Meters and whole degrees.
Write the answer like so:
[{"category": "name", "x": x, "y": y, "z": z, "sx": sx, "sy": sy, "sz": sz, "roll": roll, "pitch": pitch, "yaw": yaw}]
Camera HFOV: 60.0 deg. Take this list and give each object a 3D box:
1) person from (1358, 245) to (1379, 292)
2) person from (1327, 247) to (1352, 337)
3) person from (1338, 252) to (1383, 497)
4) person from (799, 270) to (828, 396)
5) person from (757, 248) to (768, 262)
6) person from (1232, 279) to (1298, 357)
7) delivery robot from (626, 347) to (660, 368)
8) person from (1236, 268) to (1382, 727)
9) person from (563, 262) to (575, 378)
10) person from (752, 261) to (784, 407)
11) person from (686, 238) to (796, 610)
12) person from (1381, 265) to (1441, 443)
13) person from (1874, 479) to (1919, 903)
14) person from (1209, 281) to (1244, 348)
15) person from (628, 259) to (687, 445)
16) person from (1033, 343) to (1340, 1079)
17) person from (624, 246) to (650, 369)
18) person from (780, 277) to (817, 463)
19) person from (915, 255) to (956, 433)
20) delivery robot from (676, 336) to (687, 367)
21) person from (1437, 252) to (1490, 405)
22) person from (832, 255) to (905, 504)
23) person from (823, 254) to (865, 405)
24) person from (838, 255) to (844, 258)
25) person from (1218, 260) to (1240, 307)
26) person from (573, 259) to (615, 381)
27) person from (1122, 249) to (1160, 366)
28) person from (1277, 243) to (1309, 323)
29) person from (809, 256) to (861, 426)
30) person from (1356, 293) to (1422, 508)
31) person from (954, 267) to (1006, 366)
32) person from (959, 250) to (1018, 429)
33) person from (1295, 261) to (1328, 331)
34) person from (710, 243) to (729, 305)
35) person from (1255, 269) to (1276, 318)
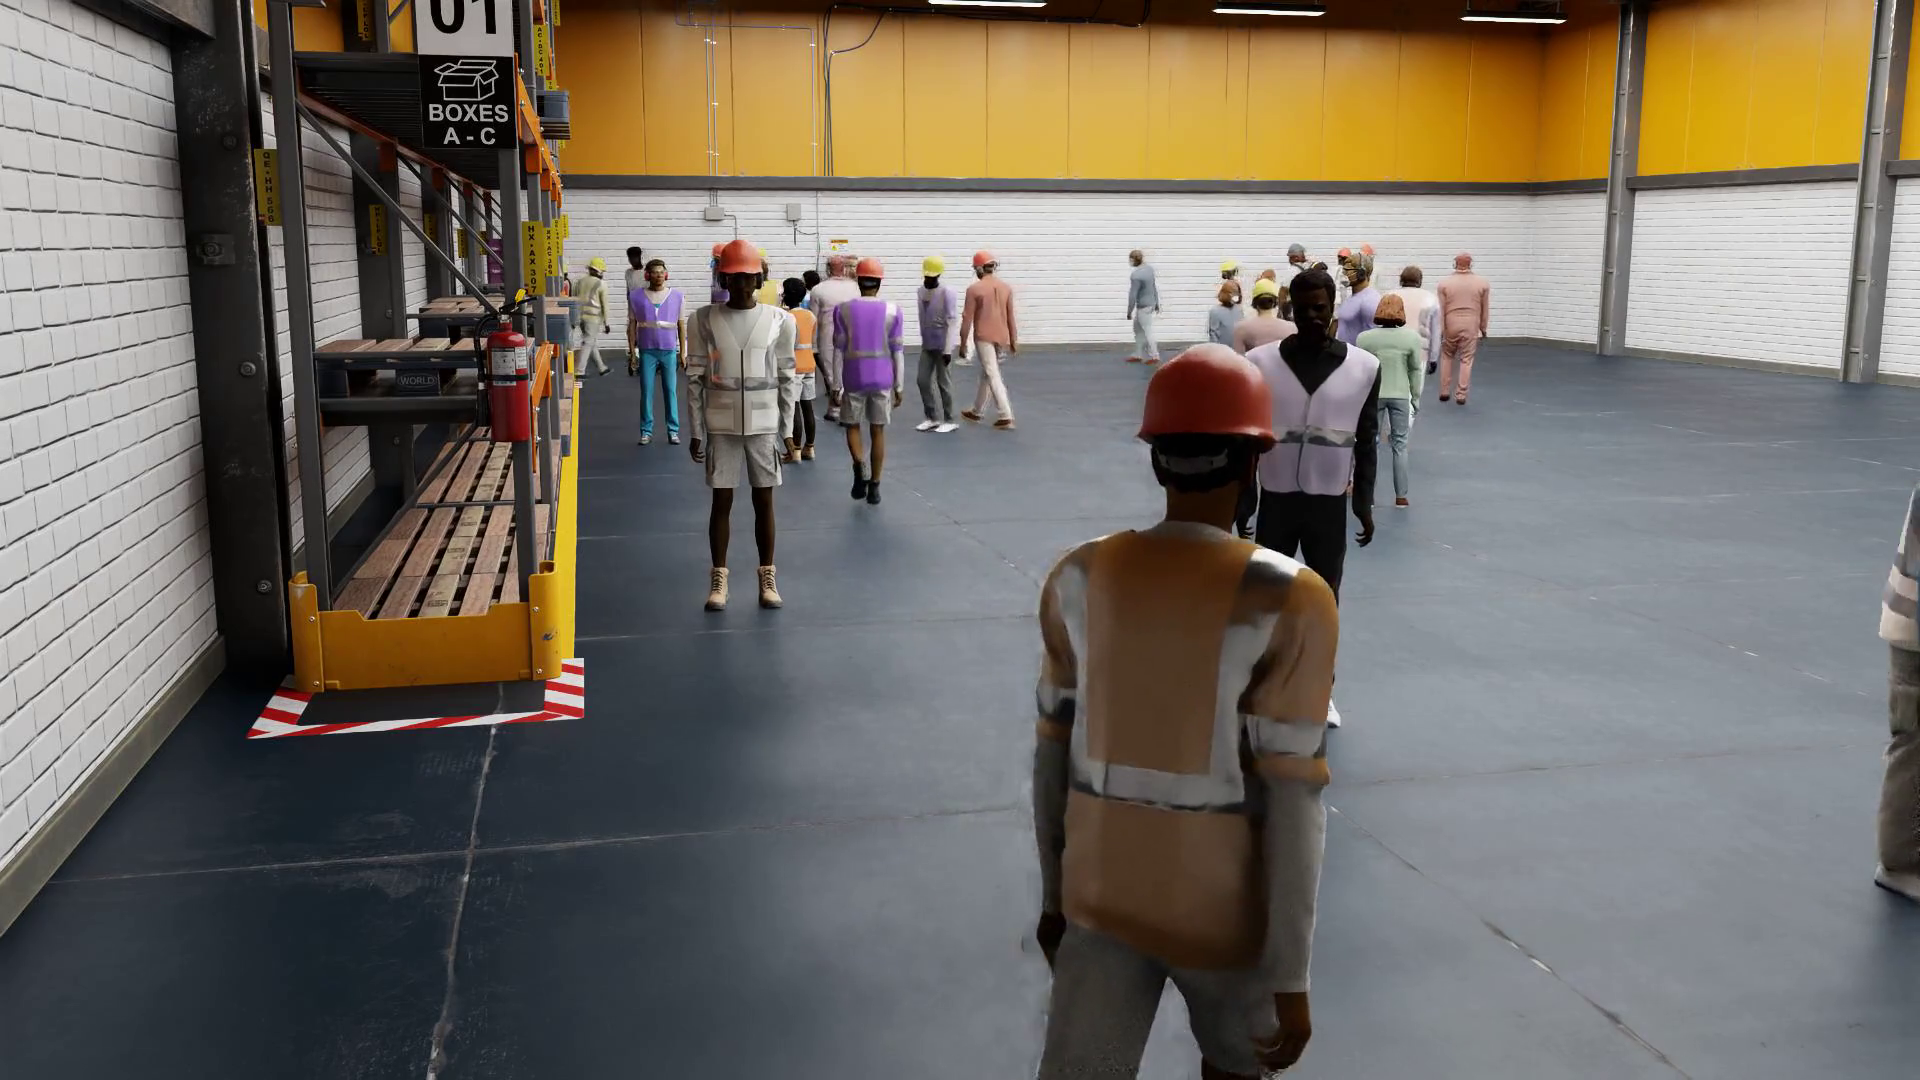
[{"category": "person", "x": 7.002, "y": -4.128, "z": 28.846, "sx": 1.019, "sy": 1.939, "sz": 0.625, "roll": -3, "pitch": 11, "yaw": -14}, {"category": "person", "x": 6.802, "y": -4.286, "z": 29.840, "sx": 0.489, "sy": 1.908, "sz": 0.569, "roll": -2, "pitch": 10, "yaw": -10}, {"category": "person", "x": 3.152, "y": -1.308, "z": 13.234, "sx": 0.371, "sy": 1.940, "sz": 0.627, "roll": -1, "pitch": 10, "yaw": -3}, {"category": "person", "x": -1.884, "y": -2.726, "z": 21.902, "sx": 0.873, "sy": 1.652, "sz": 0.531, "roll": 9, "pitch": 13, "yaw": 39}, {"category": "person", "x": -3.423, "y": -4.024, "z": 28.382, "sx": 0.660, "sy": 1.897, "sz": 0.607, "roll": -3, "pitch": 11, "yaw": -16}, {"category": "person", "x": 2.412, "y": -1.196, "z": 13.212, "sx": 0.533, "sy": 1.726, "sz": 0.893, "roll": 1, "pitch": 10, "yaw": 8}, {"category": "delivery robot", "x": -4.691, "y": -2.809, "z": 25.128, "sx": 0.477, "sy": 0.478, "sz": 0.707, "roll": 8, "pitch": 13, "yaw": 39}, {"category": "person", "x": 1.451, "y": -0.173, "z": 7.000, "sx": 0.590, "sy": 1.920, "sz": 0.399, "roll": 2, "pitch": 10, "yaw": 9}, {"category": "person", "x": -5.826, "y": -3.165, "z": 24.122, "sx": 0.524, "sy": 1.729, "sz": 0.400, "roll": -6, "pitch": 12, "yaw": -29}, {"category": "person", "x": -2.440, "y": -2.533, "z": 20.495, "sx": 0.619, "sy": 1.789, "sz": 0.985, "roll": -5, "pitch": 12, "yaw": -28}, {"category": "person", "x": -1.198, "y": -0.627, "z": 9.173, "sx": 0.608, "sy": 2.045, "sz": 0.369, "roll": -2, "pitch": 10, "yaw": -10}, {"category": "person", "x": 4.403, "y": -1.813, "z": 16.450, "sx": 0.656, "sy": 1.805, "sz": 0.823, "roll": 5, "pitch": 11, "yaw": 26}, {"category": "person", "x": 3.009, "y": 0.325, "z": 5.113, "sx": 0.324, "sy": 1.613, "sz": 0.548, "roll": 9, "pitch": 14, "yaw": 42}, {"category": "person", "x": 2.872, "y": -1.926, "z": 17.586, "sx": 0.522, "sy": 1.602, "sz": 0.729, "roll": -7, "pitch": 12, "yaw": -33}, {"category": "person", "x": -3.017, "y": -1.871, "z": 16.598, "sx": 0.570, "sy": 1.849, "sz": 0.381, "roll": -2, "pitch": 10, "yaw": -11}, {"category": "person", "x": 0.314, "y": 0.621, "z": 2.765, "sx": 0.581, "sy": 1.877, "sz": 0.977, "roll": 6, "pitch": 12, "yaw": 31}, {"category": "person", "x": -5.023, "y": -3.634, "z": 26.119, "sx": 0.646, "sy": 1.930, "sz": 0.674, "roll": 5, "pitch": 11, "yaw": 26}, {"category": "person", "x": -1.505, "y": -1.550, "z": 15.248, "sx": 0.318, "sy": 1.697, "sz": 0.535, "roll": 5, "pitch": 11, "yaw": 27}, {"category": "person", "x": -0.232, "y": -2.053, "z": 17.515, "sx": 0.601, "sy": 1.880, "sz": 0.602, "roll": 10, "pitch": 14, "yaw": 43}, {"category": "delivery robot", "x": -4.201, "y": -2.907, "z": 25.669, "sx": 0.477, "sy": 0.478, "sz": 0.707, "roll": 5, "pitch": 11, "yaw": 28}, {"category": "person", "x": 6.276, "y": -2.652, "z": 20.835, "sx": 0.651, "sy": 1.884, "sz": 0.767, "roll": 2, "pitch": 11, "yaw": 13}, {"category": "person", "x": -0.705, "y": -1.228, "z": 12.839, "sx": 0.562, "sy": 1.918, "sz": 0.427, "roll": -1, "pitch": 10, "yaw": -5}, {"category": "person", "x": -1.416, "y": -2.624, "z": 20.711, "sx": 0.786, "sy": 1.873, "sz": 0.637, "roll": 7, "pitch": 12, "yaw": 33}, {"category": "person", "x": -2.052, "y": -3.915, "z": 28.123, "sx": 0.987, "sy": 1.785, "sz": 0.512, "roll": -2, "pitch": 10, "yaw": -11}, {"category": "person", "x": 4.098, "y": -3.300, "z": 24.802, "sx": 0.527, "sy": 1.746, "sz": 0.557, "roll": 1, "pitch": 10, "yaw": 3}, {"category": "person", "x": -5.365, "y": -3.222, "z": 24.339, "sx": 0.611, "sy": 1.766, "sz": 0.898, "roll": 7, "pitch": 13, "yaw": 35}, {"category": "person", "x": 2.915, "y": -3.768, "z": 27.013, "sx": 0.757, "sy": 1.882, "sz": 0.708, "roll": 5, "pitch": 11, "yaw": 24}, {"category": "person", "x": 5.347, "y": -3.690, "z": 26.152, "sx": 0.685, "sy": 2.000, "sz": 0.927, "roll": -9, "pitch": 14, "yaw": -41}, {"category": "person", "x": -1.359, "y": -2.205, "z": 18.408, "sx": 0.640, "sy": 1.868, "sz": 0.957, "roll": -6, "pitch": 12, "yaw": -31}, {"category": "person", "x": 3.254, "y": -1.057, "z": 12.692, "sx": 0.506, "sy": 1.632, "sz": 0.268, "roll": 2, "pitch": 10, "yaw": 10}, {"category": "person", "x": 0.362, "y": -3.765, "z": 27.179, "sx": 0.999, "sy": 1.835, "sz": 0.591, "roll": -5, "pitch": 11, "yaw": -24}, {"category": "person", "x": 0.293, "y": -2.183, "z": 18.131, "sx": 0.628, "sy": 1.930, "sz": 1.050, "roll": -8, "pitch": 13, "yaw": -39}, {"category": "person", "x": 3.656, "y": -2.045, "z": 17.685, "sx": 0.583, "sy": 1.824, "sz": 0.942, "roll": -9, "pitch": 13, "yaw": -39}, {"category": "person", "x": -3.857, "y": -3.826, "z": 27.032, "sx": 0.607, "sy": 1.988, "sz": 0.651, "roll": -7, "pitch": 12, "yaw": -32}, {"category": "person", "x": 4.705, "y": -3.355, "z": 25.548, "sx": 0.859, "sy": 1.587, "sz": 0.501, "roll": -3, "pitch": 11, "yaw": -16}]
